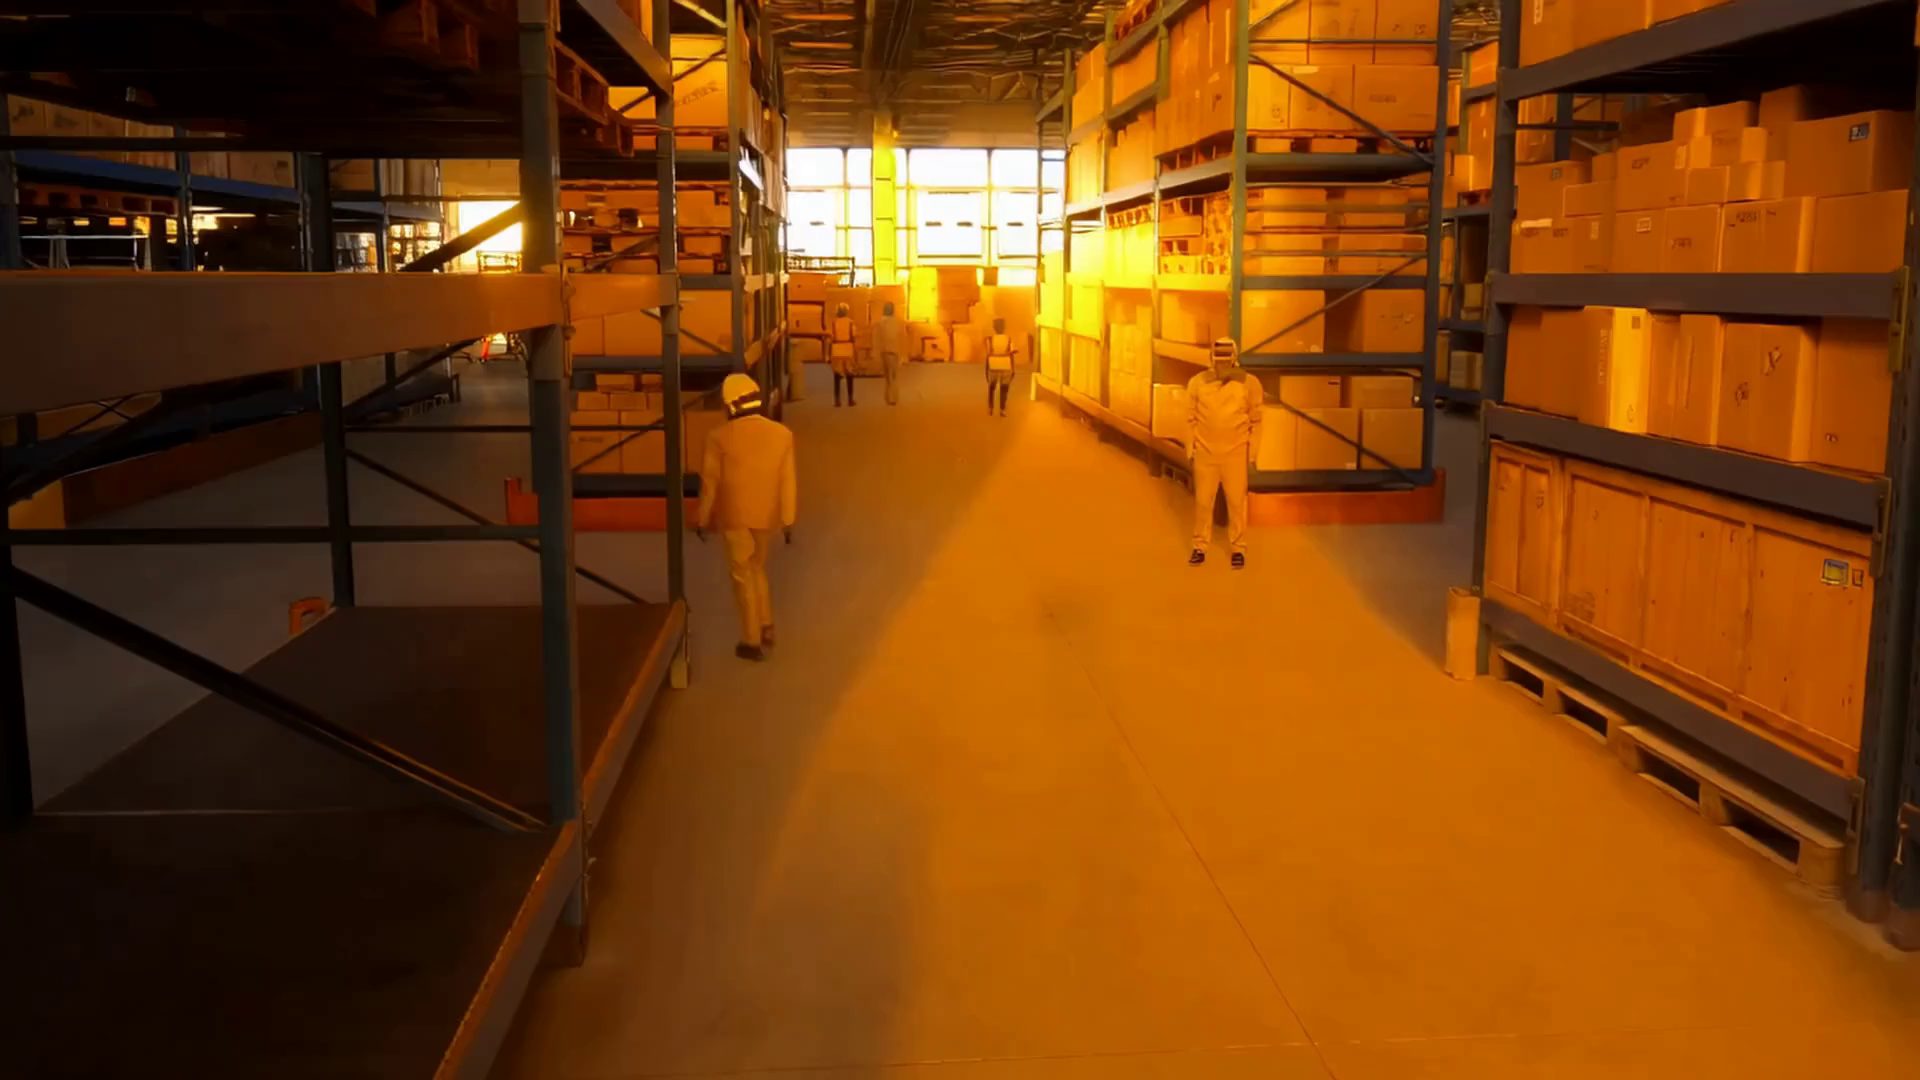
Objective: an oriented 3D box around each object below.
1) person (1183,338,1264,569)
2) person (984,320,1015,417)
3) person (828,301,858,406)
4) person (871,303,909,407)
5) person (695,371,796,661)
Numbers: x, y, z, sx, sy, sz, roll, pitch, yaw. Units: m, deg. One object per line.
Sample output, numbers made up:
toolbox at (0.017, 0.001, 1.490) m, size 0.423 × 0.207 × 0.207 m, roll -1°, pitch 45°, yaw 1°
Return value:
person at (2.155, -0.710, 13.678) m, size 0.651 × 1.899 × 0.398 m, roll 4°, pitch 10°, yaw 22°
person at (0.675, -2.926, 28.353) m, size 0.545 × 1.649 × 0.888 m, roll 0°, pitch 9°, yaw -2°
person at (-2.147, -3.414, 30.518) m, size 0.552 × 1.936 × 0.360 m, roll 0°, pitch 9°, yaw -2°
person at (-1.331, -3.431, 30.754) m, size 0.660 × 1.887 × 1.016 m, roll -4°, pitch 10°, yaw -23°
person at (-1.347, -0.152, 10.420) m, size 0.585 × 1.802 × 0.475 m, roll -7°, pitch 12°, yaw -39°
